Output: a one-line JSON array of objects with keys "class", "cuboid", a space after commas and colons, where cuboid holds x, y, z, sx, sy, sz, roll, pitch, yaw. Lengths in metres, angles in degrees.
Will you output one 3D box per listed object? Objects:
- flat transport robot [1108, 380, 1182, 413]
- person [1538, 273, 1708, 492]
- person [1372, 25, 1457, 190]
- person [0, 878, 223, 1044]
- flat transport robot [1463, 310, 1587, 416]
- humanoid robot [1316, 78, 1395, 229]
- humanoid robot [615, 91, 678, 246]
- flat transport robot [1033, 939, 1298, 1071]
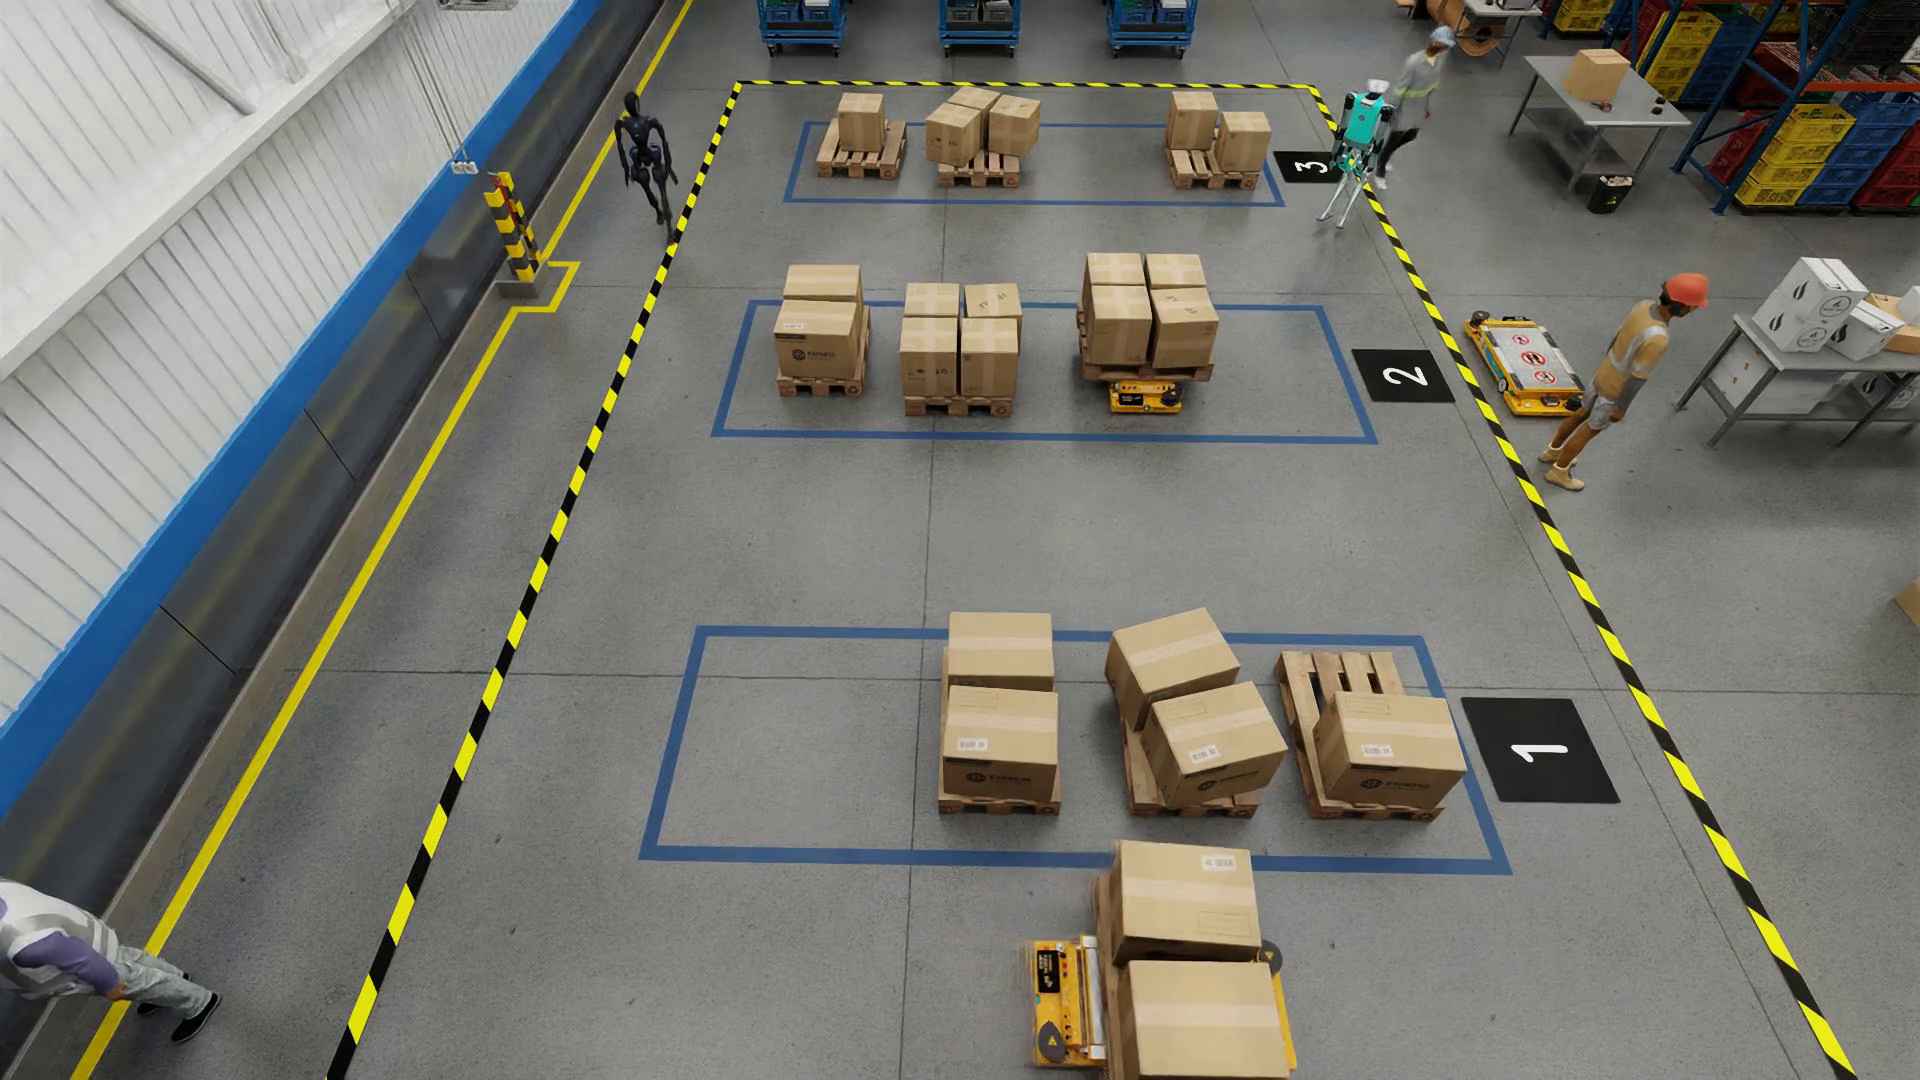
[{"class": "flat transport robot", "cuboid": [1.773, -1.807, 9.079, 0.652, 0.197, 1.431, 1, 49, 1]}, {"class": "person", "cuboid": [5.369, -1.268, 7.459, 0.373, 2.040, 0.613, 12, 50, 10]}, {"class": "person", "cuboid": [5.369, -5.211, 11.016, 0.635, 1.832, 0.504, -23, 53, -19]}, {"class": "person", "cuboid": [-4.504, 2.143, 4.655, 0.600, 1.829, 0.406, 23, 53, 18]}, {"class": "flat transport robot", "cuboid": [5.573, -1.757, 9.054, 0.659, 0.231, 1.431, 1, 49, 1]}, {"class": "humanoid robot", "cuboid": [4.487, -4.355, 10.243, 0.533, 1.677, 0.735, 35, 57, 26]}, {"class": "humanoid robot", "cuboid": [-3.496, -4.183, 10.253, 0.586, 1.625, 0.795, -8, 50, -7]}, {"class": "flat transport robot", "cuboid": [1.150, 2.633, 5.235, 1.431, 0.197, 0.652, 1, 49, 1]}]
